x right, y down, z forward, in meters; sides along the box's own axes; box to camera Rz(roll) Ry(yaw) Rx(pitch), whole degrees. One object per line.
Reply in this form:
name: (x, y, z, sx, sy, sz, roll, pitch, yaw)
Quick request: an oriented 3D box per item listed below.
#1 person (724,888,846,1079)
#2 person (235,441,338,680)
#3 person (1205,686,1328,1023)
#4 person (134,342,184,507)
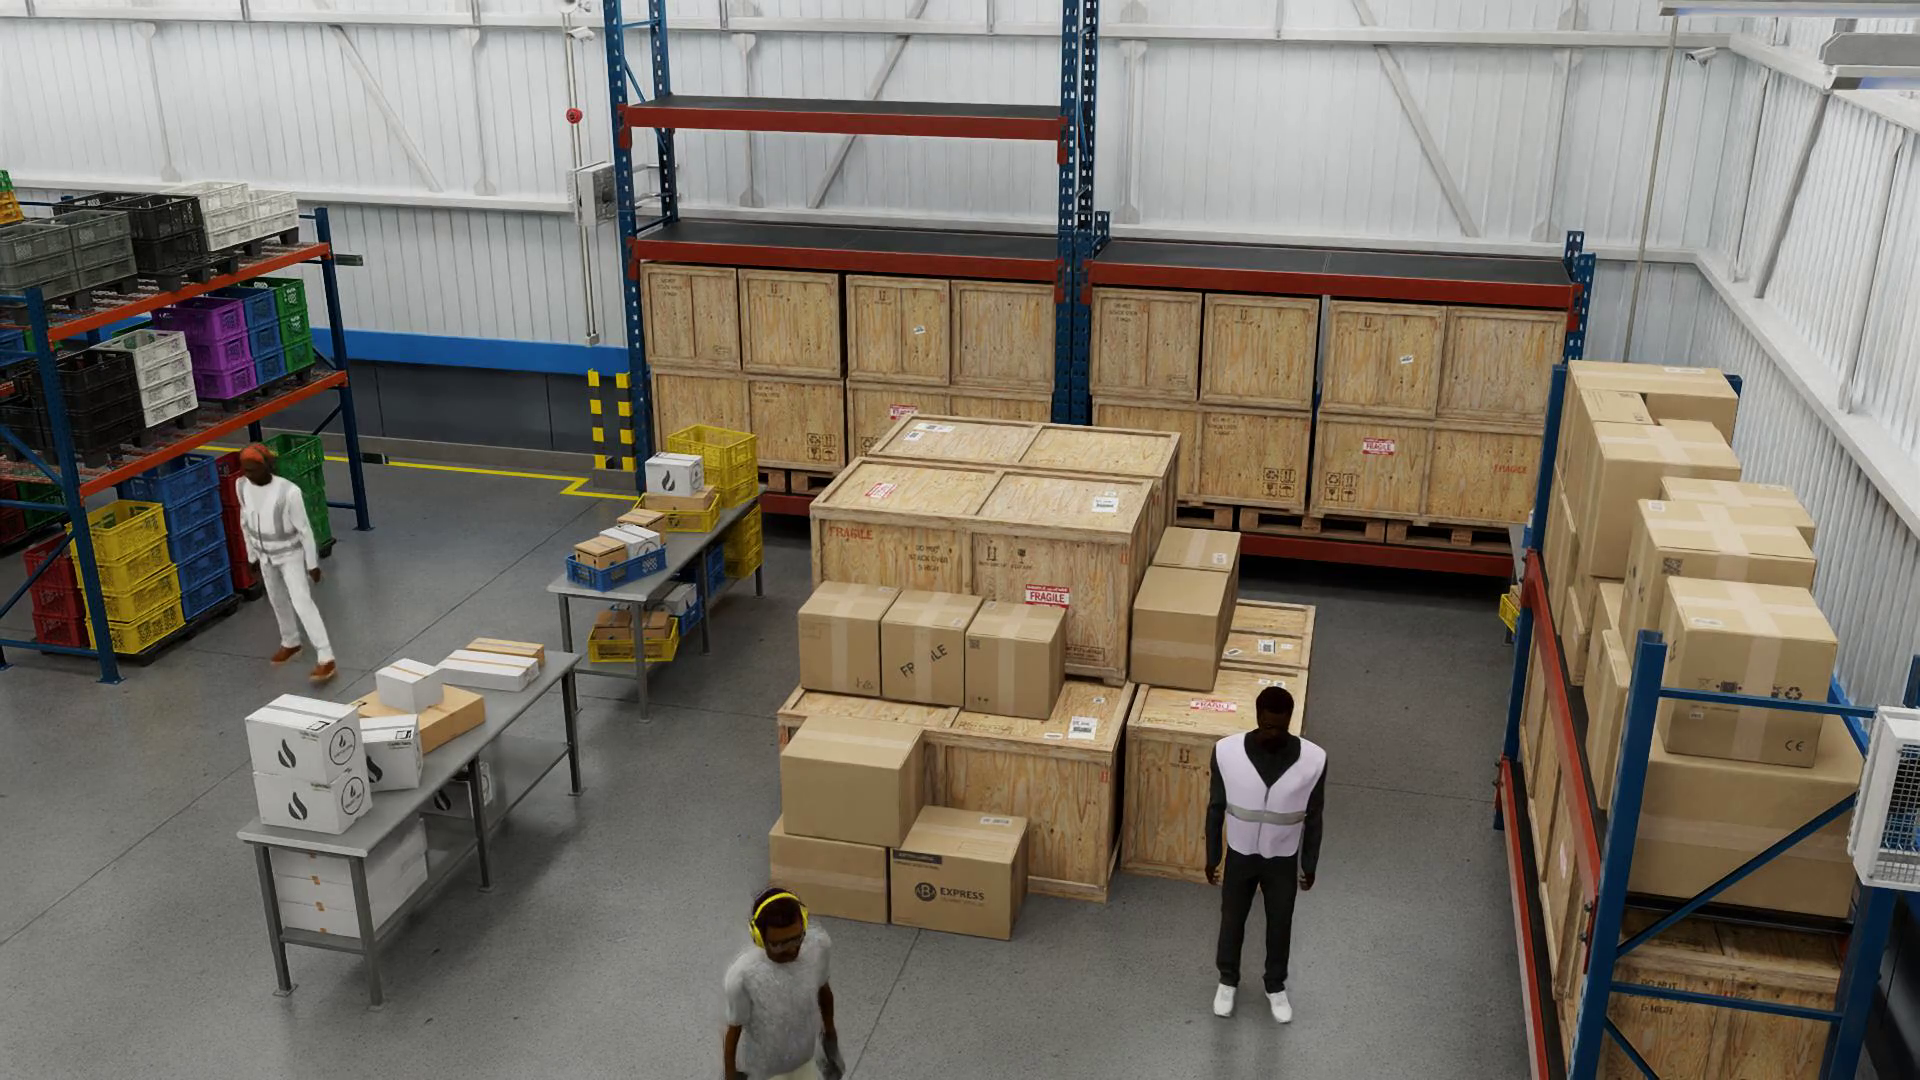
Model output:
person: (-0.798, 2.191, 7.109, 0.547, 1.837, 0.629, -16, 26, -36)
person: (-5.074, 0.127, 12.475, 0.679, 1.863, 0.442, 8, 22, 21)
person: (1.551, 1.598, 8.554, 0.590, 1.911, 0.388, 3, 21, 8)
person: (-7.241, -0.911, 15.074, 0.379, 1.940, 0.629, 1, 21, 4)
